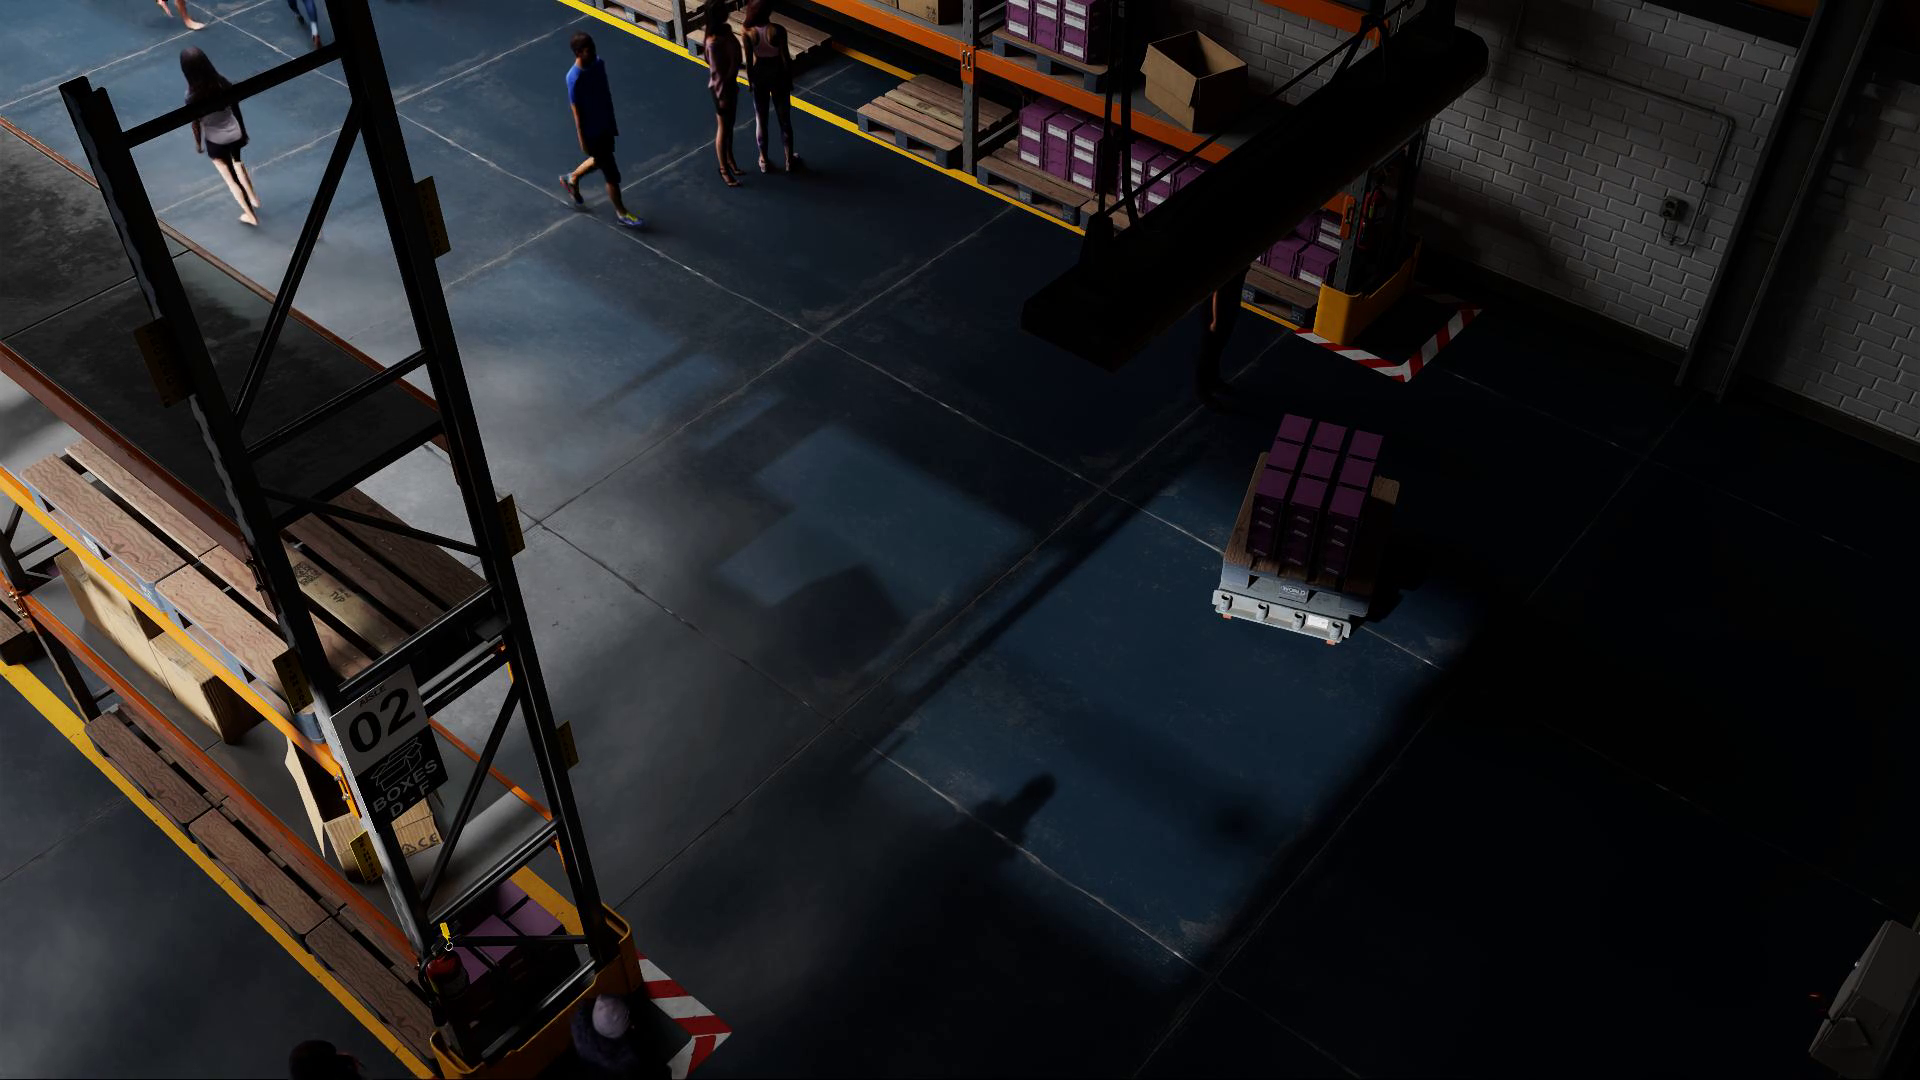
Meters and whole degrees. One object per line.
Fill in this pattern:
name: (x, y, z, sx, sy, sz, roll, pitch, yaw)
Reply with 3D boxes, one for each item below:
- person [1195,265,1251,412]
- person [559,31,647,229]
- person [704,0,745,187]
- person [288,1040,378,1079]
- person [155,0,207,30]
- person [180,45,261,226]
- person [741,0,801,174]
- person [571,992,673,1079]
person: (2.031, -1.796, 12.895, 0.584, 1.688, 0.603, 24, 49, 23)
person: (-3.286, -3.648, 14.726, 1.218, 1.843, 0.861, 16, 46, 16)
person: (-2.168, -4.114, 15.239, 0.679, 1.811, 0.689, 9, 44, 9)
person: (-3.048, 2.867, 8.071, 0.931, 1.591, 0.804, 9, 44, 10)
person: (-8.432, -6.192, 17.497, 0.928, 1.704, 0.840, 5, 44, 5)
person: (-6.479, -3.535, 14.716, 0.647, 1.694, 0.626, 23, 48, 23)
person: (-1.759, -4.235, 15.398, 0.662, 1.767, 0.734, 0, 44, 0)
person: (-1.706, 2.741, 8.151, 0.898, 1.663, 0.843, -17, 46, -17)
